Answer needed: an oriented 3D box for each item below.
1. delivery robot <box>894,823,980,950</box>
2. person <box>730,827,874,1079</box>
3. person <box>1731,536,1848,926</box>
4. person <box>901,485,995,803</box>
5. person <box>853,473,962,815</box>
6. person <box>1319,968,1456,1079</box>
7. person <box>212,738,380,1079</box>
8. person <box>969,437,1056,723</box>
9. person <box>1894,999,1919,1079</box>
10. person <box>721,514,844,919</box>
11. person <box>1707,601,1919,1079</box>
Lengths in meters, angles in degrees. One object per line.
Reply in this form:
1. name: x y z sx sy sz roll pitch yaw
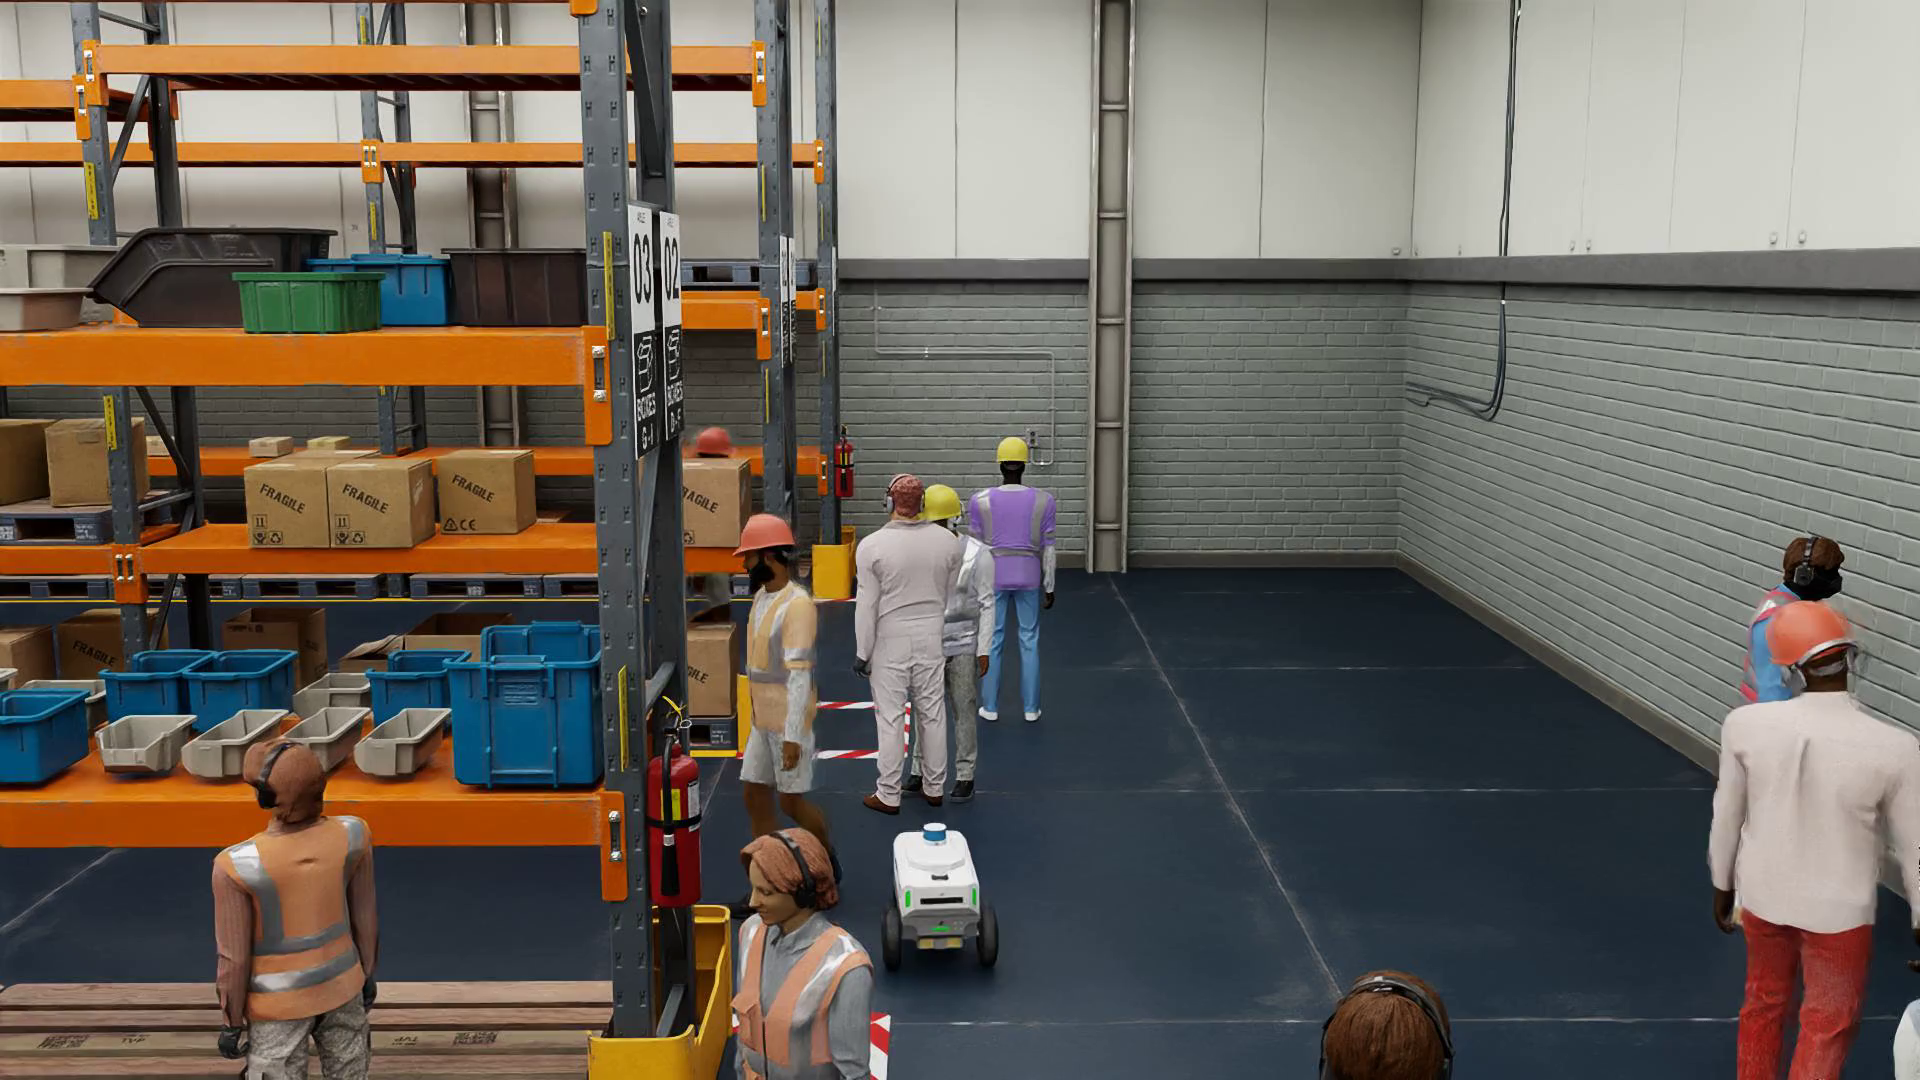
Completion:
1. delivery robot: -0.111 1.509 7.428 0.477 0.478 0.707 -1 9 -5
2. person: -0.402 1.529 4.310 0.318 1.631 0.524 -9 13 -43
3. person: 3.824 0.885 7.652 0.431 1.835 0.624 8 12 40
4. person: -0.102 0.587 9.482 0.600 1.823 0.404 4 10 22
5. person: -0.308 0.577 9.297 0.648 1.907 0.409 -5 11 -29
6. person: 0.721 1.647 2.936 0.634 1.841 0.429 2 10 14
7. person: -1.995 1.400 5.051 0.306 1.645 0.521 7 12 38
8. person: 0.351 0.268 11.157 0.584 1.918 0.390 0 9 1
9. person: 2.262 1.543 3.500 0.600 1.877 0.989 3 10 20
10. person: -0.808 0.831 7.788 0.663 1.894 0.629 -6 11 -34
11. person: 2.771 1.185 5.404 0.383 1.969 0.684 -7 12 -38
